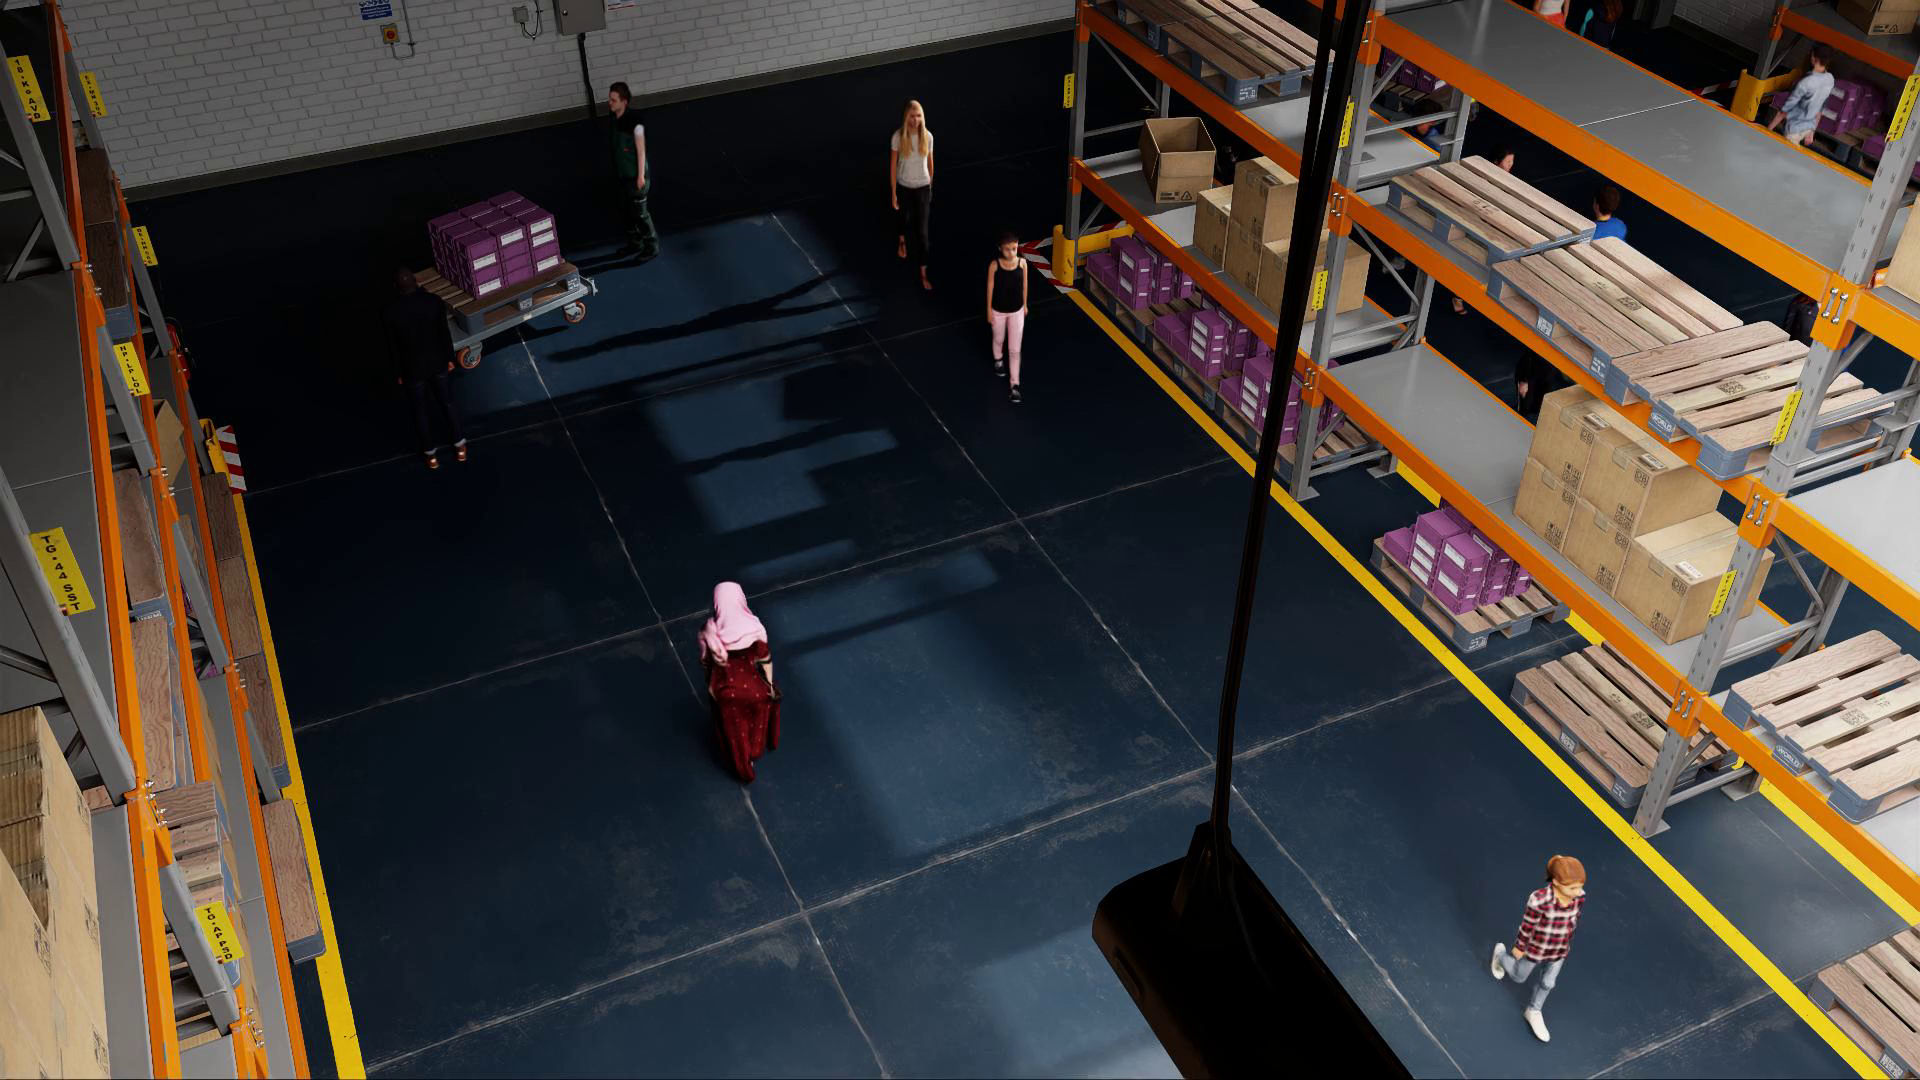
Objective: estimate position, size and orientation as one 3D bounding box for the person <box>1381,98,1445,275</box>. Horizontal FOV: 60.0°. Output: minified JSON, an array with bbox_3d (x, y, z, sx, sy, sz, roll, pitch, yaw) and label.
[{"bbox_3d":[4.477,-3.431,16.144,0.789,1.791,0.738,-22,44,-25],"label":"person"}]

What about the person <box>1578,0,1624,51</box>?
[{"bbox_3d":[7.359,-5.748,19.279,0.635,1.498,0.652,-7,39,-9],"label":"person"}]

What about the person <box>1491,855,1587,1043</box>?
[{"bbox_3d":[3.287,2.236,9.446,0.651,1.294,0.858,-7,39,-9],"label":"person"}]

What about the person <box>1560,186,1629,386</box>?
[{"bbox_3d":[5.518,-2.163,14.532,0.672,1.821,1.137,-16,41,-19],"label":"person"}]

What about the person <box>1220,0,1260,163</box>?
[{"bbox_3d":[3.068,-5.014,18.148,0.738,1.764,0.565,-7,39,-9],"label":"person"}]

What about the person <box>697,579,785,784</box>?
[{"bbox_3d":[-1.429,0.967,10.756,0.802,1.641,0.833,-1,39,-2],"label":"person"}]

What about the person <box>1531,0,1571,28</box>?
[{"bbox_3d":[6.781,-5.823,19.148,0.868,1.779,1.019,-3,39,-4],"label":"person"}]

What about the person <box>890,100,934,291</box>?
[{"bbox_3d":[-0.505,-3.412,16.128,0.825,1.782,1.248,-6,39,-8],"label":"person"}]

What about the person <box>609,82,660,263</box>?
[{"bbox_3d":[-3.202,-3.614,16.335,0.790,1.839,0.651,-28,46,-31],"label":"person"}]

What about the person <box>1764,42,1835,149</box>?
[{"bbox_3d":[8.609,-4.111,16.990,0.766,1.797,1.242,-22,43,-25],"label":"person"}]

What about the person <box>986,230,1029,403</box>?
[{"bbox_3d":[0.394,-2.033,14.607,0.758,1.524,1.093,-4,39,-5],"label":"person"}]

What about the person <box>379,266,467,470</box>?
[{"bbox_3d":[-4.388,-1.415,13.598,0.717,1.818,0.659,-23,44,-26],"label":"person"}]

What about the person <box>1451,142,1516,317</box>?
[{"bbox_3d":[4.892,-2.927,15.573,0.753,1.716,0.756,27,46,30],"label":"person"}]
